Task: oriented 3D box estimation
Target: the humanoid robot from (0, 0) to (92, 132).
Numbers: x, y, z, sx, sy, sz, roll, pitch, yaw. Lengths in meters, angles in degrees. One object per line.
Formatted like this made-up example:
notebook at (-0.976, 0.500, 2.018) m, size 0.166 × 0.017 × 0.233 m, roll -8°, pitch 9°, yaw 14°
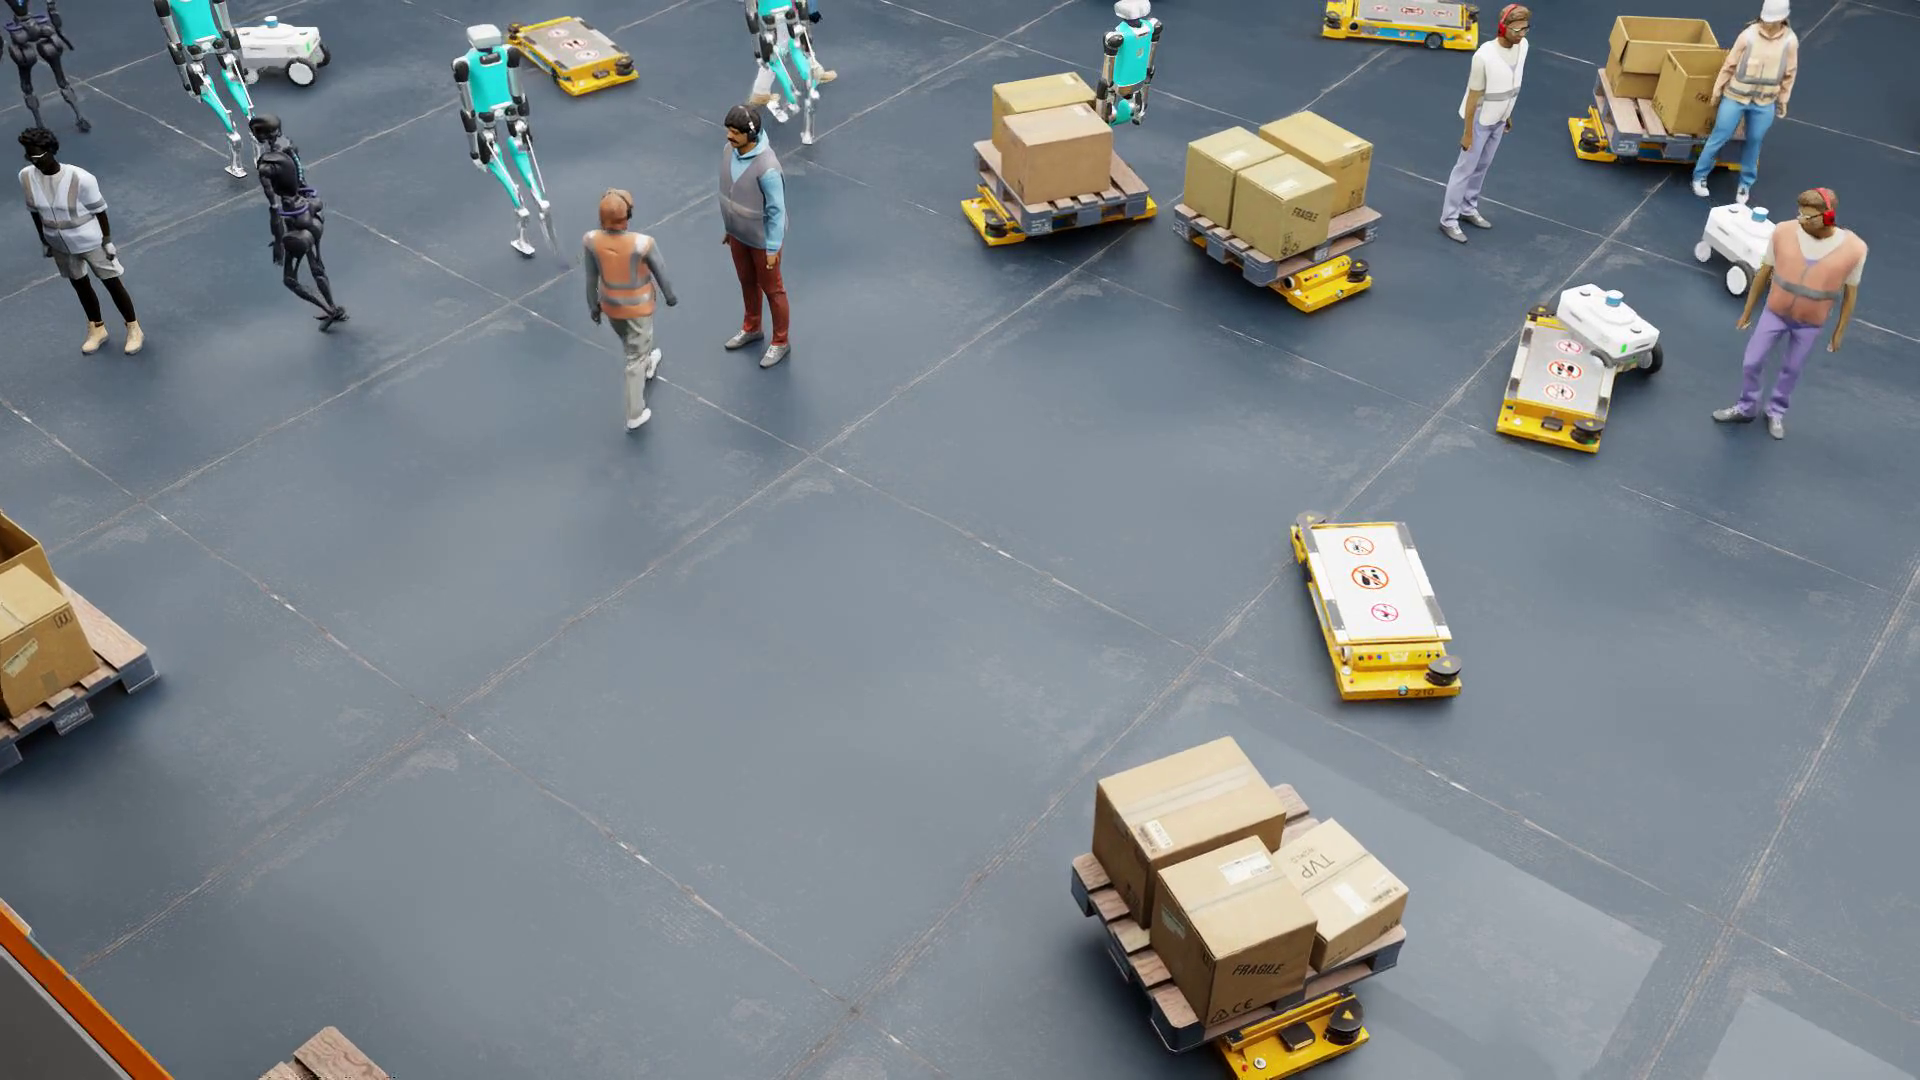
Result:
humanoid robot at (-7.779, -4.190, 13.924) m, size 0.600 × 1.638 × 0.406 m, roll -29°, pitch 48°, yaw -30°

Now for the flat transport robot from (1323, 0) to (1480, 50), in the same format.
flat transport robot at (4.225, -4.964, 15.918) m, size 1.431 × 0.231 × 0.659 m, roll 9°, pitch 41°, yaw 10°

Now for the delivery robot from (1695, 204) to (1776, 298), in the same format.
delivery robot at (5.907, -2.209, 12.432) m, size 0.499 × 0.565 × 0.745 m, roll -11°, pitch 42°, yaw -13°

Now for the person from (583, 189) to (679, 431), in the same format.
person at (-2.125, -1.568, 10.896) m, size 0.522 × 1.595 × 0.854 m, roll 12°, pitch 42°, yaw 13°

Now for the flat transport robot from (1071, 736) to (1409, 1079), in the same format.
flat transport robot at (1.262, 1.879, 7.868) m, size 0.659 × 0.231 × 1.431 m, roll -16°, pitch 43°, yaw -18°

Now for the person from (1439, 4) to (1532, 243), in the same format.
person at (3.976, -3.176, 12.597) m, size 0.566 × 1.844 × 0.375 m, roll -29°, pitch 48°, yaw -30°

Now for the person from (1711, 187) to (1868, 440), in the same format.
person at (5.319, -1.432, 10.576) m, size 0.613 × 1.810 × 0.447 m, roll 23°, pitch 46°, yaw 25°

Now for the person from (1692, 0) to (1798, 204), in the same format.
person at (6.202, -3.469, 13.044) m, size 0.544 × 1.711 × 0.400 m, roll 8°, pitch 41°, yaw 9°

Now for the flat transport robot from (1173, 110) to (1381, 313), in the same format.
flat transport robot at (2.396, -2.212, 12.680) m, size 0.659 × 0.231 × 1.431 m, roll -24°, pitch 46°, yaw -26°

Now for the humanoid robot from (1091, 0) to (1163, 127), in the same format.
humanoid robot at (1.133, -3.439, 12.887) m, size 0.533 × 1.677 × 0.735 m, roll -27°, pitch 47°, yaw -28°

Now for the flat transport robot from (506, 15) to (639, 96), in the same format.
flat transport robot at (-3.601, -4.509, 15.383) m, size 0.659 × 0.231 × 1.431 m, roll -25°, pitch 46°, yaw -27°

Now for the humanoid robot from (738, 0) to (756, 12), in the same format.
humanoid robot at (-2.093, -5.925, 15.963) m, size 0.804 × 1.823 × 0.539 m, roll -14°, pitch 42°, yaw -16°

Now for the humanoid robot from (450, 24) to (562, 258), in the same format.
humanoid robot at (-3.288, -2.820, 12.354) m, size 0.548 × 1.902 × 0.724 m, roll -31°, pitch 49°, yaw -31°

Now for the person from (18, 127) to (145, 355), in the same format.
person at (-6.032, -2.034, 11.367) m, size 0.540 × 1.695 × 0.316 m, roll 2°, pitch 40°, yaw 2°

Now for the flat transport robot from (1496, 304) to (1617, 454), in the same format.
flat transport robot at (4.123, -1.120, 11.396) m, size 0.659 × 0.231 × 1.431 m, roll 15°, pitch 43°, yaw 17°

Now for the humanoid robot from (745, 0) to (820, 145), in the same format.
humanoid robot at (-1.429, -4.033, 13.672) m, size 0.571 × 1.722 × 0.985 m, roll -17°, pitch 43°, yaw -19°

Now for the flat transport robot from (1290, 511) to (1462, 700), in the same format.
flat transport robot at (2.394, 0.353, 9.663) m, size 0.659 × 0.231 × 1.431 m, roll -2°, pitch 40°, yaw -3°

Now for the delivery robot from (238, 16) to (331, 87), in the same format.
delivery robot at (-6.177, -4.451, 15.082) m, size 0.757 × 0.580 × 0.499 m, roll 0°, pitch 40°, yaw 0°

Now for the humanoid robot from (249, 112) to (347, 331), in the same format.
humanoid robot at (-4.630, -2.228, 11.610) m, size 0.335 × 1.644 × 0.589 m, roll 2°, pitch 40°, yaw 3°

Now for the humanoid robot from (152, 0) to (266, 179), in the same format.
humanoid robot at (-5.834, -3.640, 13.123) m, size 0.533 × 1.677 × 0.735 m, roll -26°, pitch 47°, yaw -27°

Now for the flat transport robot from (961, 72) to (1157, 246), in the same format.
flat transport robot at (0.786, -2.684, 13.235) m, size 1.431 × 0.231 × 0.659 m, roll -14°, pitch 42°, yaw -15°

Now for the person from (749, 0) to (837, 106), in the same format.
person at (-1.517, -4.687, 14.419) m, size 0.970 × 1.797 × 0.635 m, roll -25°, pitch 46°, yaw -27°

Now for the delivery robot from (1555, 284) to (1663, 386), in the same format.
delivery robot at (4.498, -1.441, 11.552) m, size 0.510 × 0.594 × 0.765 m, roll -17°, pitch 43°, yaw -18°

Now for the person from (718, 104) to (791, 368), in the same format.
person at (-1.385, -2.073, 11.274) m, size 0.533 × 1.880 × 0.410 m, roll 30°, pitch 49°, yaw 31°

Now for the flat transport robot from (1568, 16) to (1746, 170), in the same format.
flat transport robot at (5.940, -3.403, 14.081) m, size 1.431 × 0.231 × 0.659 m, roll 6°, pitch 41°, yaw 6°
